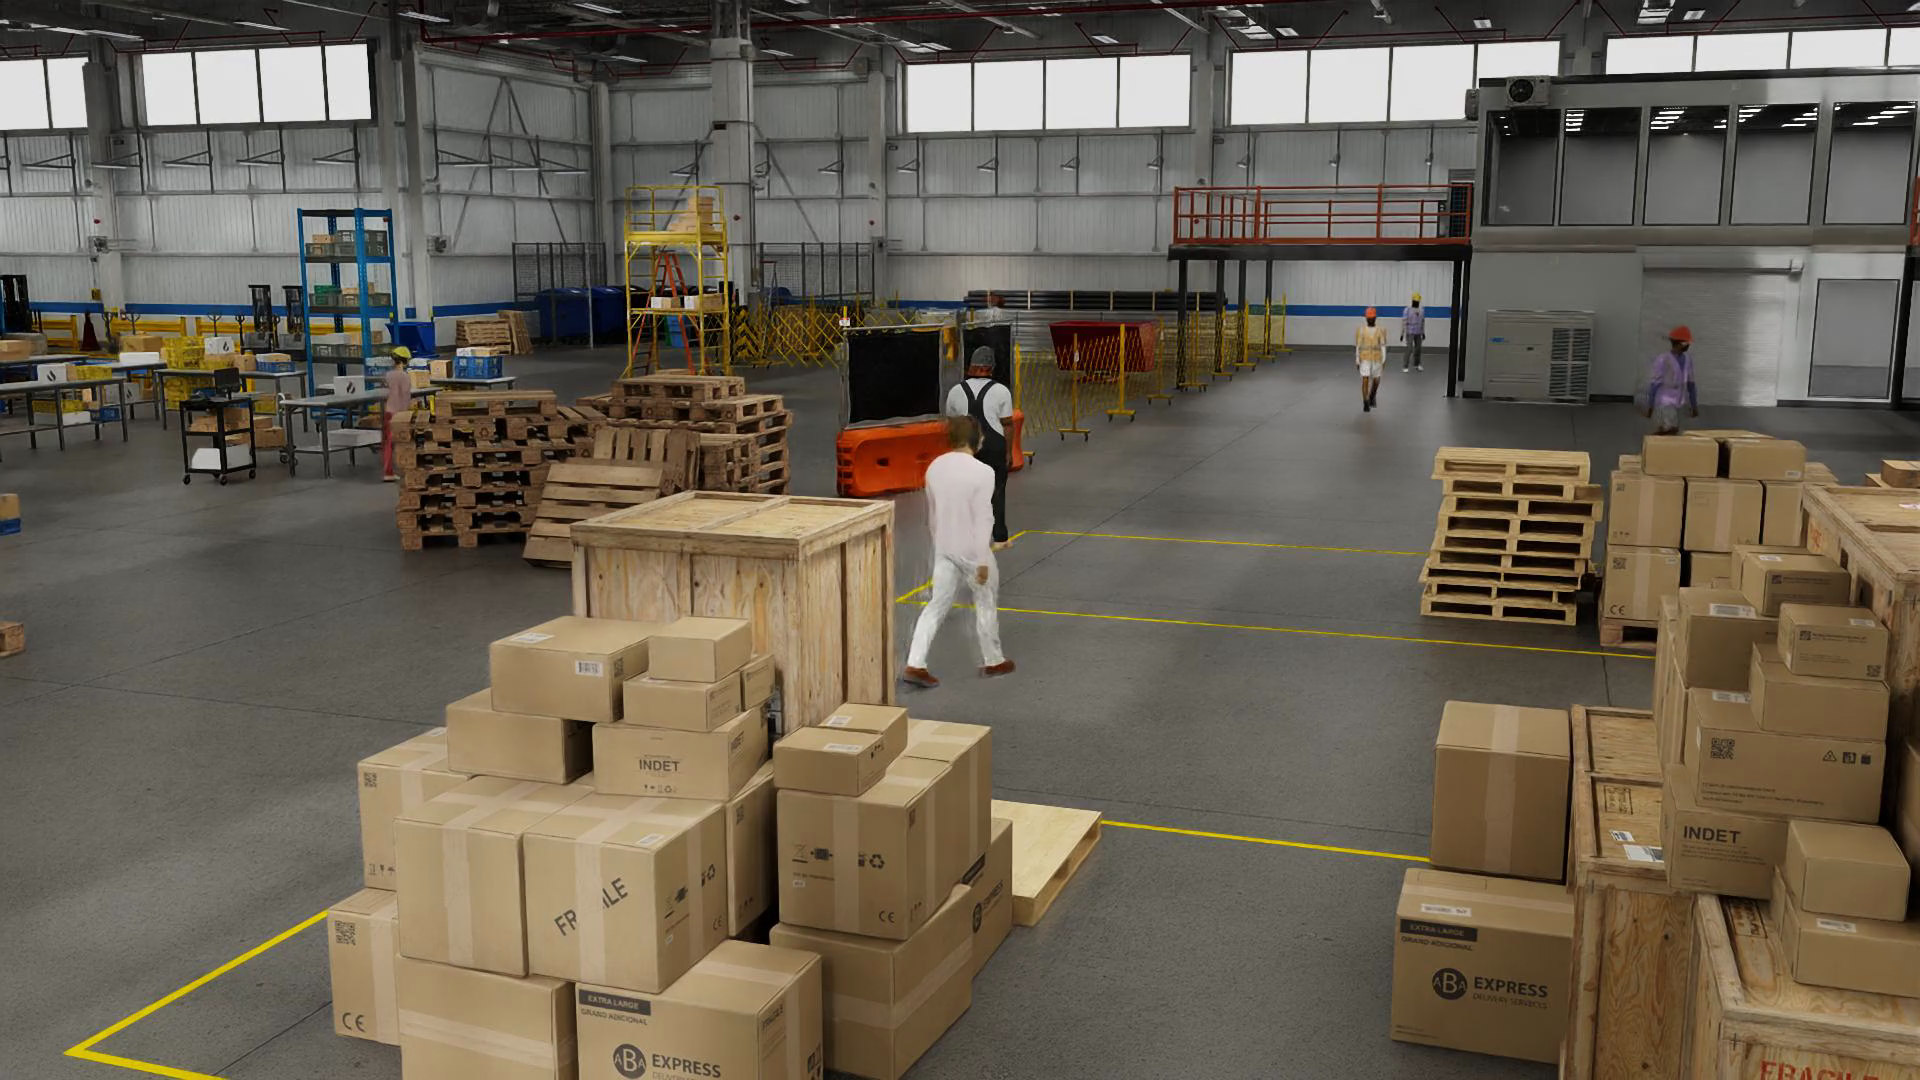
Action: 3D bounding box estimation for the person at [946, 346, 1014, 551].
[{"bbox_3d":[0.238,-0.914,16.588,0.674,2.000,0.535,3,11,19],"label":"person"}]

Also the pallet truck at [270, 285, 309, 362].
[{"bbox_3d":[-17.147,-5.700,43.663,0.823,1.965,1.885,3,11,17],"label":"pallet truck"}]

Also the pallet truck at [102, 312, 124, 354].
[{"bbox_3d":[-23.057,-5.777,46.261,0.680,1.201,1.601,3,11,19],"label":"pallet truck"}]

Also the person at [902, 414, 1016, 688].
[{"bbox_3d":[-0.024,0.076,11.437,0.644,1.900,0.999,9,14,43],"label":"person"}]

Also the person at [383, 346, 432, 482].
[{"bbox_3d":[-7.140,-1.631,21.494,0.525,1.719,0.862,7,12,35],"label":"person"}]

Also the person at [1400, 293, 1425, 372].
[{"bbox_3d":[10.897,-4.972,39.899,0.794,1.886,0.566,-4,11,-22],"label":"person"}]

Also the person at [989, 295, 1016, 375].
[{"bbox_3d":[0.978,-4.796,38.962,0.818,1.853,0.616,-2,10,-11],"label":"person"}]

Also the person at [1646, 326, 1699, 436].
[{"bbox_3d":[9.318,-1.789,21.691,0.628,1.982,1.069,-5,11,-27],"label":"person"}]

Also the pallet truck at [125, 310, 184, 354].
[{"bbox_3d":[-22.038,-5.665,45.457,0.704,1.261,1.522,3,11,17],"label":"pallet truck"}]

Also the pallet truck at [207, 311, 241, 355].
[{"bbox_3d":[-19.537,-5.575,44.913,0.653,1.274,1.630,3,11,19],"label":"pallet truck"}]

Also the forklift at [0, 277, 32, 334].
[{"bbox_3d":[-27.151,-6.329,46.328,1.157,1.987,2.680,3,11,17],"label":"forklift"}]

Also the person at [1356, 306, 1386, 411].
[{"bbox_3d":[7.514,-3.318,30.452,0.546,1.926,0.507,2,10,8],"label":"person"}]

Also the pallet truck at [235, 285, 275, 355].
[{"bbox_3d":[-18.327,-5.835,44.421,0.823,1.965,1.885,4,11,23],"label":"pallet truck"}]
